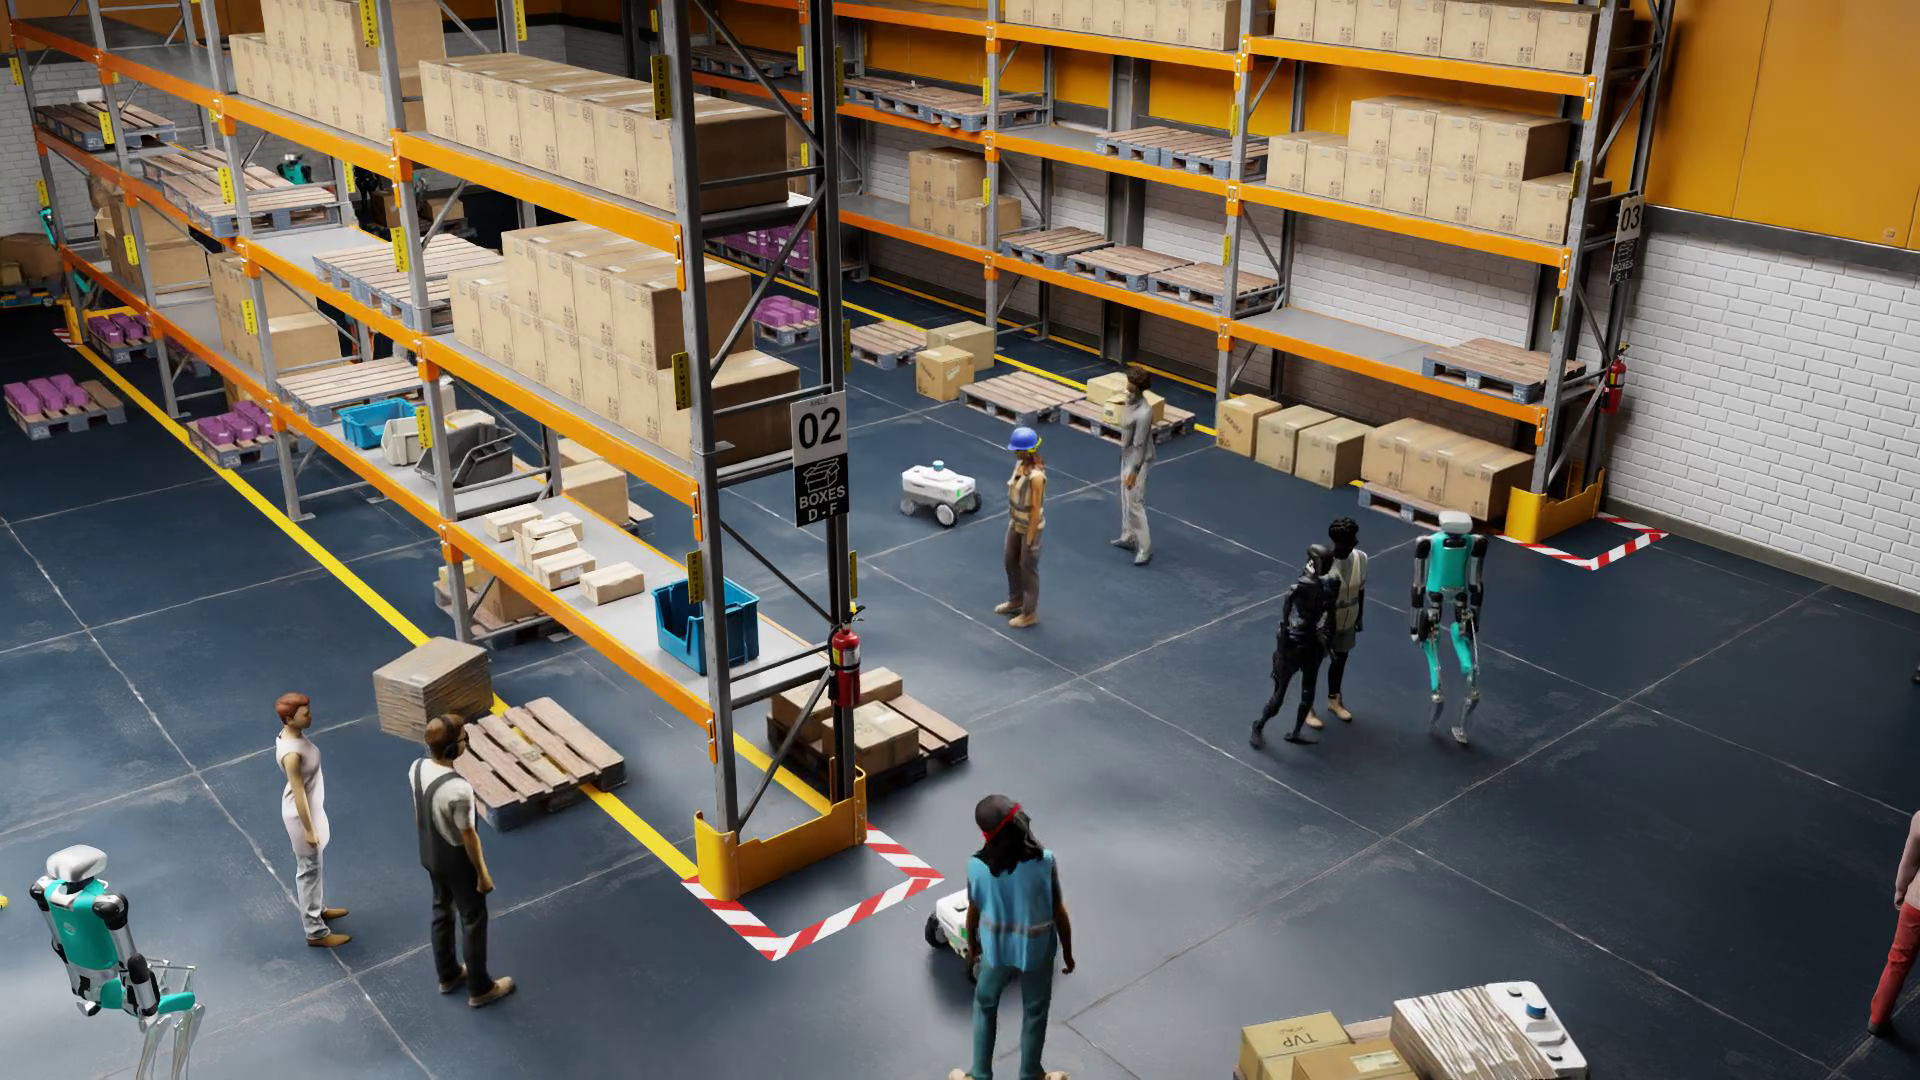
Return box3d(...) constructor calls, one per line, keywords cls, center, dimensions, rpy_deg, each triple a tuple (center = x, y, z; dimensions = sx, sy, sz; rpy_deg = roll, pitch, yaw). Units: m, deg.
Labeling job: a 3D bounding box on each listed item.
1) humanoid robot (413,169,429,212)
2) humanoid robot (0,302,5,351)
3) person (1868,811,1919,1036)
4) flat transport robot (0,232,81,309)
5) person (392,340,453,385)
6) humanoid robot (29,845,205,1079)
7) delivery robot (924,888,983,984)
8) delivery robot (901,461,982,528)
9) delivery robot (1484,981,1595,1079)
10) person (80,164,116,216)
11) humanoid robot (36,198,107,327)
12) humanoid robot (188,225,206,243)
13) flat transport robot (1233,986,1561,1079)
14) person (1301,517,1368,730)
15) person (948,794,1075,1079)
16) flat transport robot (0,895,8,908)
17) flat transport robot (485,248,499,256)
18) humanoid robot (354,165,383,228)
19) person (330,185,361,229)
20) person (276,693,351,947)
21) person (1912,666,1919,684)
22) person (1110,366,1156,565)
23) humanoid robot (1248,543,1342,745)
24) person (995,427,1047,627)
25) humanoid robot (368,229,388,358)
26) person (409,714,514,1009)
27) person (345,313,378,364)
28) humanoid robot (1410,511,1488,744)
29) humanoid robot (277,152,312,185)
box3d(cls="humanoid robot", center=(-9.552, -6.372, 28.544), dimensions=(1.016, 1.726, 0.573), rpy_deg=(-3, 23, -6))
box3d(cls="humanoid robot", center=(-12.628, -3.210, 21.295), dimensions=(0.613, 1.651, 0.308), rpy_deg=(1, 23, 3))
box3d(cls="person", center=(5.383, 2.016, 9.101), dimensions=(0.347, 1.759, 0.520), rpy_deg=(-19, 29, -36))
box3d(cls="flat transport robot", center=(-13.321, -3.459, 23.652), dimensions=(1.431, 0.231, 0.659), rpy_deg=(-10, 25, -23))
box3d(cls="person", center=(-6.529, -2.622, 19.714), dimensions=(0.641, 1.853, 1.006), rpy_deg=(15, 27, 31))
box3d(cls="humanoid robot", center=(-4.212, 2.192, 8.547), dimensions=(0.533, 1.677, 0.735), rpy_deg=(8, 25, 18))
box3d(cls="delivery robot", center=(0.204, 2.270, 10.034), dimensions=(0.805, 0.601, 0.499), rpy_deg=(-15, 27, -31))
box3d(cls="delivery robot", center=(-0.194, -0.468, 16.390), dimensions=(0.815, 0.614, 0.499), rpy_deg=(14, 27, 30))
box3d(cls="delivery robot", center=(3.074, 2.747, 8.936), dimensions=(0.499, 0.605, 0.781), rpy_deg=(-2, 23, -5))
box3d(cls="person", center=(-12.870, -4.884, 25.022), dimensions=(0.587, 1.823, 0.834), rpy_deg=(20, 30, 38))
box3d(cls="humanoid robot", center=(-11.966, -3.810, 22.649), dimensions=(0.871, 1.784, 0.530), rpy_deg=(-13, 27, -28))
box3d(cls="humanoid robot", center=(-11.379, -4.530, 24.430), dimensions=(0.679, 1.642, 0.613), rpy_deg=(19, 30, 37))
box3d(cls="flat transport robot", center=(2.094, 3.116, 8.427), dimensions=(0.659, 0.231, 1.431), rpy_deg=(-6, 24, -13))
box3d(cls="person", center=(2.795, 0.604, 12.446), dimensions=(0.533, 1.693, 0.320), rpy_deg=(-10, 25, -23))
box3d(cls="person", center=(0.263, 2.164, 8.653), dimensions=(0.671, 1.846, 0.374), rpy_deg=(5, 24, 12))
box3d(cls="flat transport robot", center=(-6.783, 2.201, 10.546), dimensions=(1.431, 0.231, 0.659), rpy_deg=(13, 27, 28))
box3d(cls="flat transport robot", center=(-6.847, -3.070, 22.751), dimensions=(1.431, 0.231, 0.659), rpy_deg=(4, 24, 10))
box3d(cls="humanoid robot", center=(-9.965, -6.080, 27.933), dimensions=(0.599, 1.653, 0.315), rpy_deg=(15, 27, 30))
box3d(cls="person", center=(-8.758, -4.288, 23.743), dimensions=(0.614, 1.704, 0.655), rpy_deg=(5, 24, 12))
box3d(cls="person", center=(-3.933, 1.669, 10.023), dimensions=(0.270, 1.656, 0.459), rpy_deg=(-8, 25, -18))
box3d(cls="person", center=(7.813, 0.266, 12.949), dimensions=(0.547, 1.924, 0.387), rpy_deg=(13, 26, 27))
box3d(cls="person", center=(1.636, -0.712, 15.269), dimensions=(0.354, 1.881, 0.675), rpy_deg=(-2, 23, -5))
box3d(cls="humanoid robot", center=(2.449, 0.755, 12.129), dimensions=(0.601, 1.647, 0.471), rpy_deg=(-15, 28, -32))
box3d(cls="person", center=(0.525, -0.107, 14.008), dimensions=(0.352, 1.771, 0.473), rpy_deg=(-9, 25, -20))
box3d(cls="humanoid robot", center=(-7.314, -3.128, 21.094), dimensions=(0.599, 1.655, 0.315), rpy_deg=(2, 23, 4))
box3d(cls="person", center=(-2.869, 1.825, 9.447), dimensions=(0.512, 1.838, 0.352), rpy_deg=(18, 29, 35))
box3d(cls="person", center=(-7.148, -2.641, 19.885), dimensions=(0.497, 1.759, 0.345), rpy_deg=(19, 30, 37))
box3d(cls="humanoid robot", center=(3.592, 0.728, 12.153), dimensions=(0.530, 1.822, 0.697), rpy_deg=(-1, 23, -3))
box3d(cls="humanoid robot", center=(-10.050, -5.070, 25.666), dimensions=(0.538, 1.887, 0.728), rpy_deg=(4, 24, 9))
